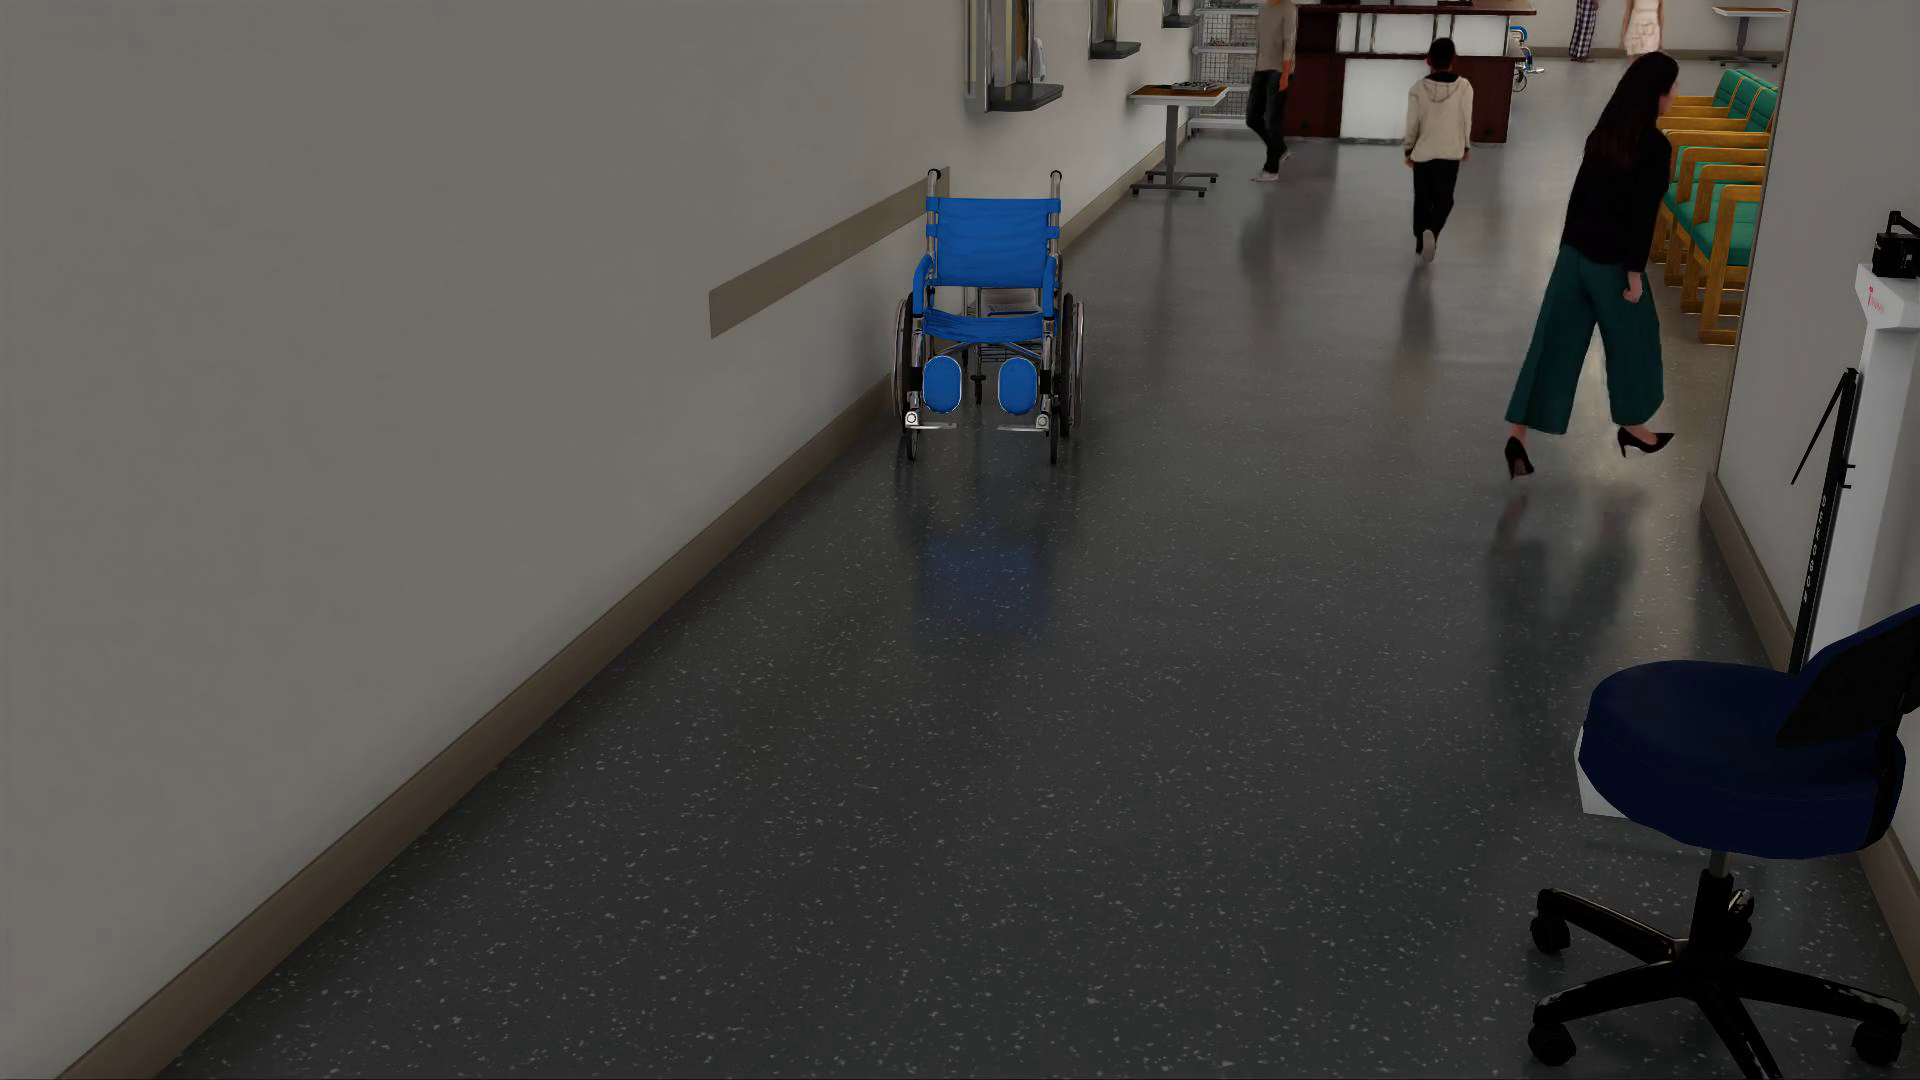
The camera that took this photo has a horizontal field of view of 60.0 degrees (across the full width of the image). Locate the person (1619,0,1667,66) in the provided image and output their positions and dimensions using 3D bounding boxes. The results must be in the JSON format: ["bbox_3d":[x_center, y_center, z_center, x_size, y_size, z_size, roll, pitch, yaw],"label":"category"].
[{"bbox_3d":[7.596,-5.547,18.565,1.001,1.681,0.716,3,21,7],"label":"person"}]

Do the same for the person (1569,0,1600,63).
[{"bbox_3d":[9.776,-8.415,25.903,0.674,1.847,0.696,-3,21,-8],"label":"person"}]

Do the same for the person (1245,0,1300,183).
[{"bbox_3d":[2.782,-4.010,14.340,0.881,1.800,0.821,-11,24,-28],"label":"person"}]

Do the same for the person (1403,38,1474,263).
[{"bbox_3d":[3.155,-2.559,11.020,0.863,1.439,0.747,10,23,24],"label":"person"}]

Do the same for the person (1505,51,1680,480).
[{"bbox_3d":[2.476,-1.000,6.567,1.231,1.676,1.147,-12,24,-28],"label":"person"}]
